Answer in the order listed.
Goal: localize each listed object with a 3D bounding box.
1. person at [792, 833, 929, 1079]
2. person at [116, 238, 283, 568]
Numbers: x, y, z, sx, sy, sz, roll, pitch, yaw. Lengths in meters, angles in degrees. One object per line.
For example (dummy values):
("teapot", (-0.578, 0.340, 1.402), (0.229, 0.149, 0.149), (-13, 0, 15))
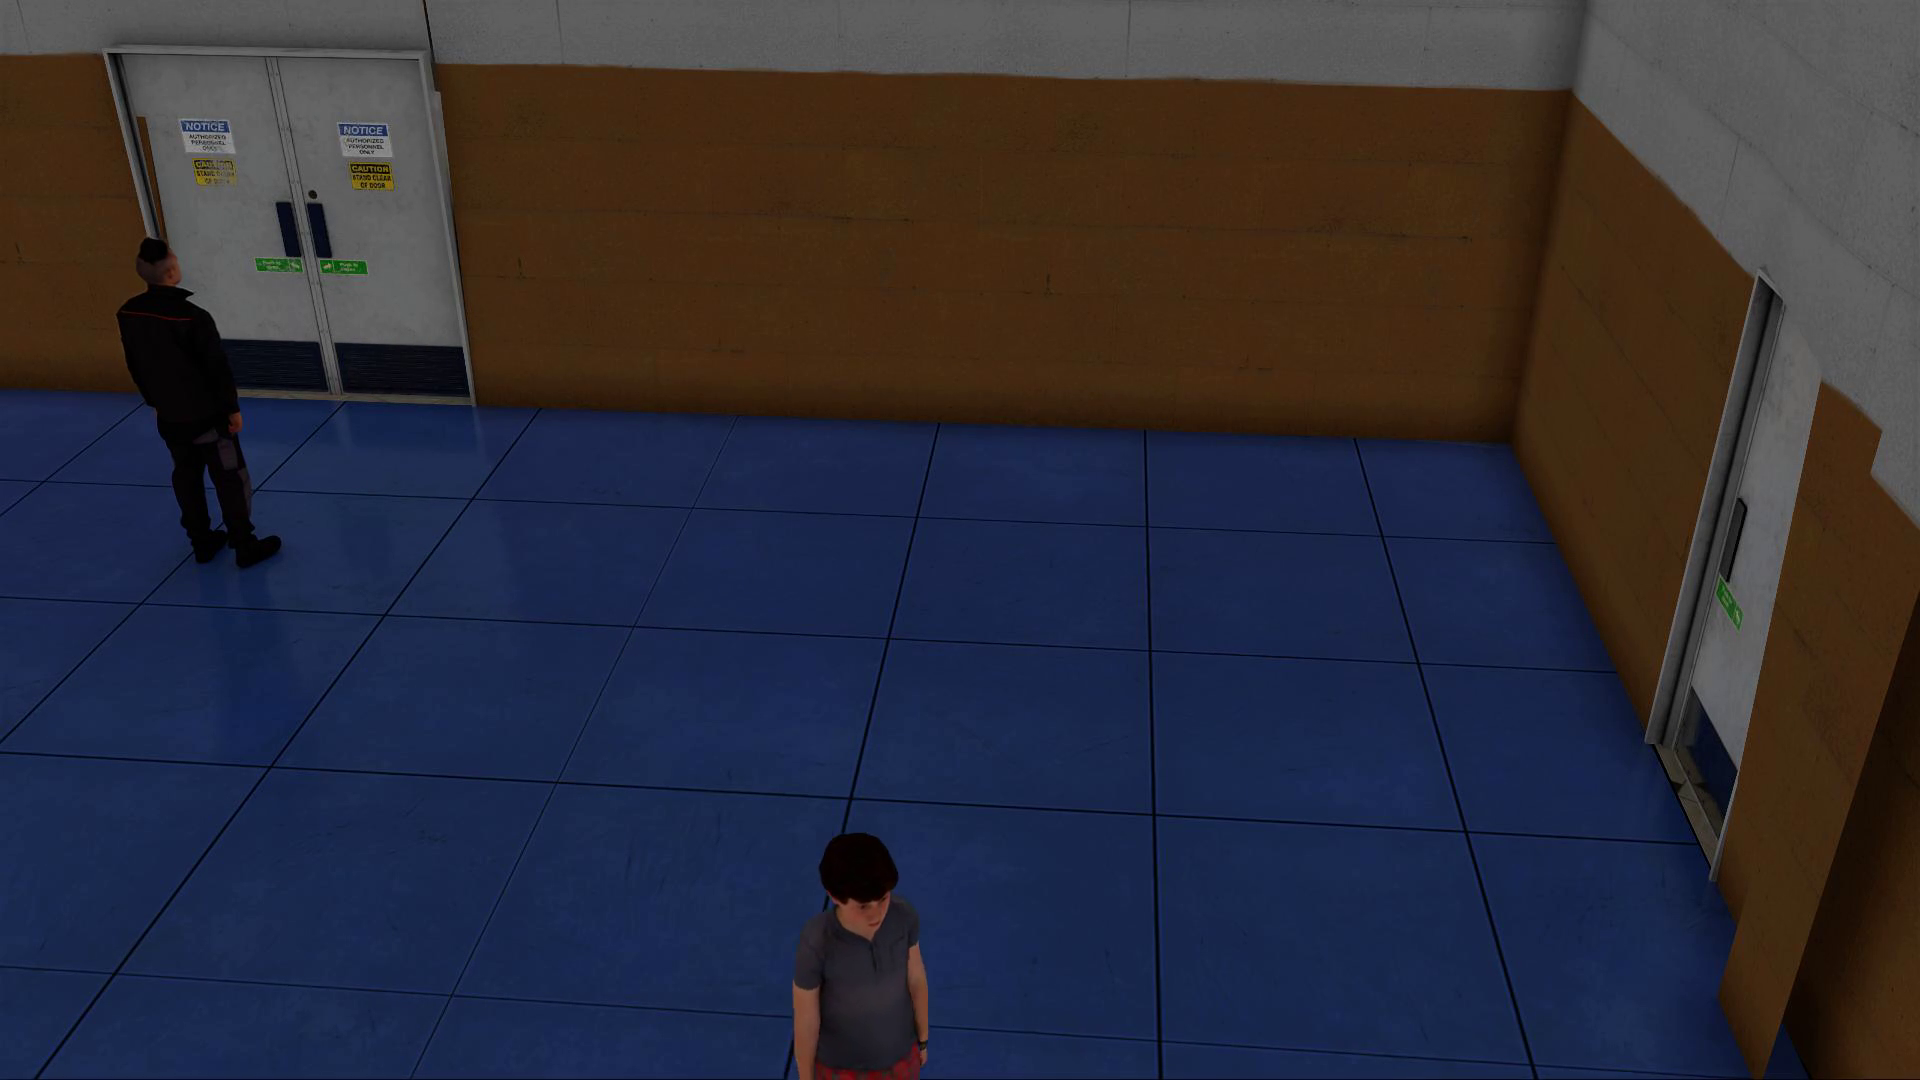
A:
("person", (-0.318, 1.504, 4.963), (0.950, 1.630, 1.094), (-16, 32, -26))
("person", (-4.065, -0.728, 8.800), (0.810, 1.861, 0.688), (8, 30, 14))
